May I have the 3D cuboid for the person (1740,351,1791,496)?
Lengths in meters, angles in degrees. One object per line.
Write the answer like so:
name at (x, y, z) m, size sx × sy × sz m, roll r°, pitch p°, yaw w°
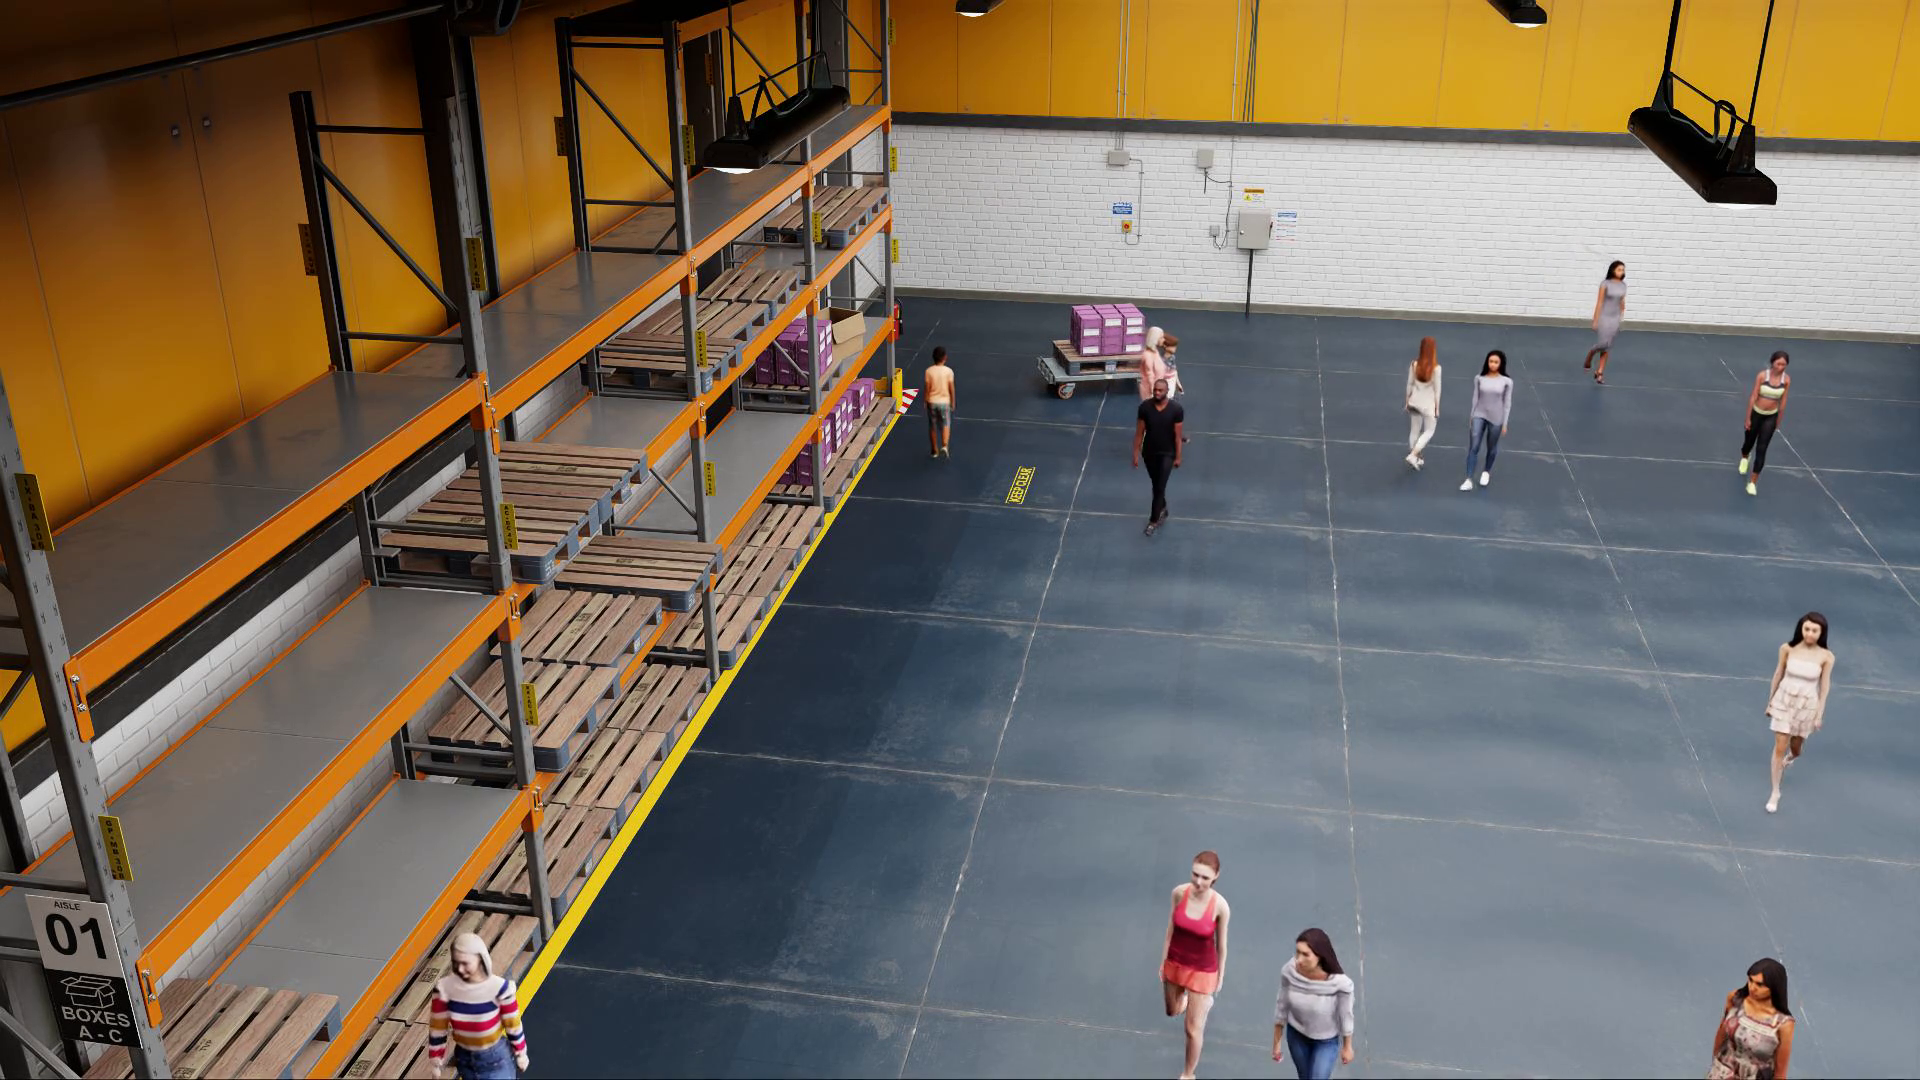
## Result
person at (9.610, -1.457, 19.949) m, size 0.710 × 1.725 × 1.126 m, roll 9°, pitch 25°, yaw 20°

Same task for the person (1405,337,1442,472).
person at (5.638, -1.634, 20.388) m, size 0.819 × 1.698 × 0.909 m, roll 21°, pitch 31°, yaw 39°

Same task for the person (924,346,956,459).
person at (-0.261, -1.683, 20.814) m, size 0.596 × 1.447 × 0.727 m, roll 1°, pitch 24°, yaw 2°

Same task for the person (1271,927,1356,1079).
person at (2.147, 2.957, 10.001) m, size 0.795 × 1.607 × 0.885 m, roll 16°, pitch 28°, yaw 32°

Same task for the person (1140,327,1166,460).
person at (2.361, -1.854, 20.861) m, size 0.692 × 1.724 × 0.528 m, roll 6°, pitch 24°, yaw 13°

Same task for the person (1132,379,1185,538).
person at (2.265, -0.968, 18.776) m, size 0.845 × 1.769 × 1.236 m, roll 9°, pitch 25°, yaw 20°

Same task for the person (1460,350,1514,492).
person at (6.382, -1.461, 19.981) m, size 0.828 × 1.707 × 1.046 m, roll 12°, pitch 26°, yaw 25°

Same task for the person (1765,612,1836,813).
person at (6.808, 1.358, 13.521) m, size 0.816 × 1.717 × 1.032 m, roll 15°, pitch 28°, yaw 31°

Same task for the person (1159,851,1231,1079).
person at (1.493, 2.669, 10.501) m, size 0.814 × 1.733 × 1.062 m, roll 14°, pitch 27°, yaw 29°

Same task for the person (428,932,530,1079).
person at (-2.738, 2.998, 9.707) m, size 0.695 × 1.766 × 1.068 m, roll 3°, pitch 24°, yaw 7°

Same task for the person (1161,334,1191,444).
person at (2.626, -1.973, 21.515) m, size 0.745 × 1.417 × 0.853 m, roll 12°, pitch 26°, yaw 25°

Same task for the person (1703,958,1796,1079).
person at (4.604, 3.105, 9.636) m, size 1.062 × 1.626 × 0.998 m, roll -16°, pitch 28°, yaw -32°

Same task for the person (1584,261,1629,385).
person at (9.174, -3.123, 23.703) m, size 0.713 × 1.772 × 0.812 m, roll -3°, pitch 24°, yaw -7°
